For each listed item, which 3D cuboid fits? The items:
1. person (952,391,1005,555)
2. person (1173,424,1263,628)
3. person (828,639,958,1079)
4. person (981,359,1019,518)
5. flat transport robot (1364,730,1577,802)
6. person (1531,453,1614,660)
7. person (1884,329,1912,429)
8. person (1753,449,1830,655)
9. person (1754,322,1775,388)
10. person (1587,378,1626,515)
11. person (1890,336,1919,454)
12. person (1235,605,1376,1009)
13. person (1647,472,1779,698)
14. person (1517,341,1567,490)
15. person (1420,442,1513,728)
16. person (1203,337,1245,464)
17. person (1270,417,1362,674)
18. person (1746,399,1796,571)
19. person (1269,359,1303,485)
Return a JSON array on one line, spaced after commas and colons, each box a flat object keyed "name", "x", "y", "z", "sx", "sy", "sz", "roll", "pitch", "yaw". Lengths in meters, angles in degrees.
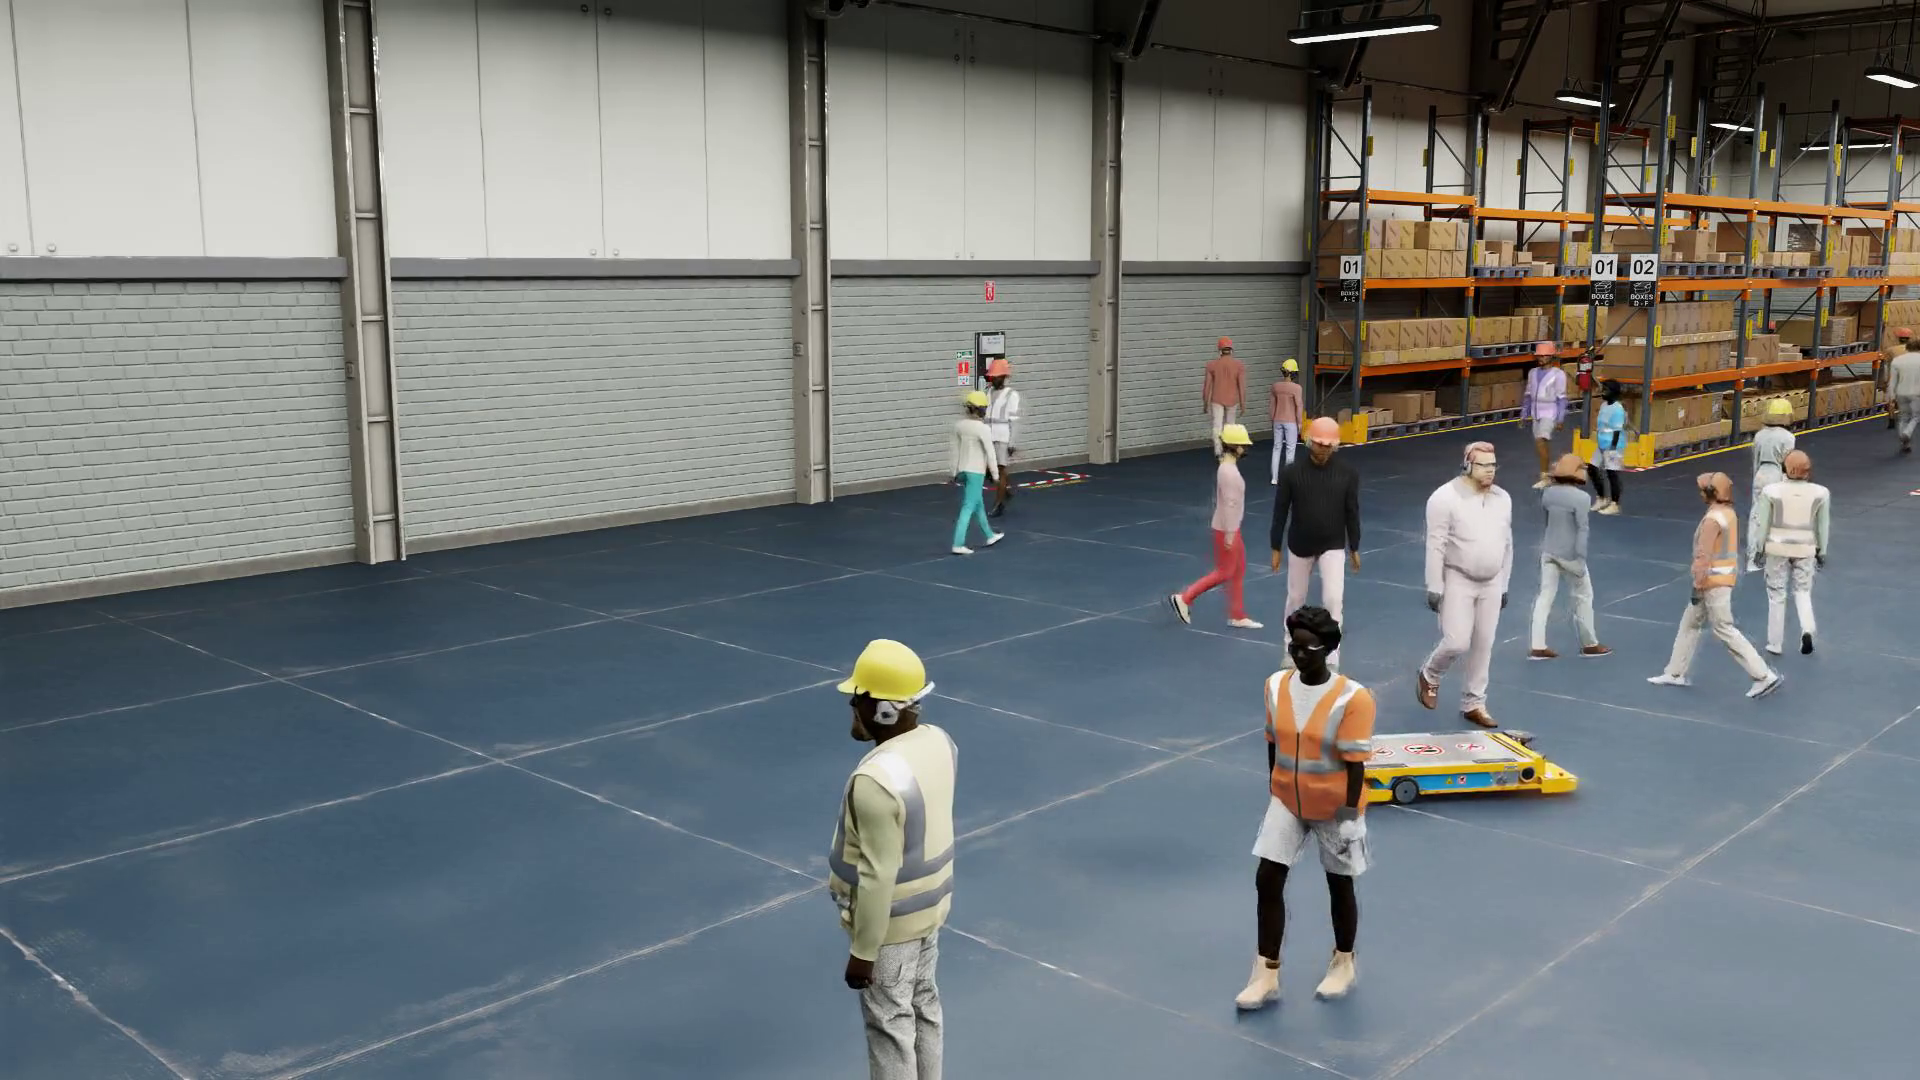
[{"name": "person", "x": 0.207, "y": -0.719, "z": 17.712, "sx": 0.879, "sy": 1.723, "sz": 0.548, "roll": -7, "pitch": 12, "yaw": -37}, {"name": "person", "x": 2.187, "y": -0.107, "z": 13.919, "sx": 0.667, "sy": 1.746, "sz": 0.527, "roll": 2, "pitch": 9, "yaw": 11}, {"name": "person", "x": -0.228, "y": 1.227, "z": 5.508, "sx": 0.404, "sy": 1.832, "sz": 0.600, "roll": 3, "pitch": 10, "yaw": 20}, {"name": "person", "x": 0.472, "y": -1.234, "z": 20.228, "sx": 0.574, "sy": 1.926, "sz": 0.456, "roll": 9, "pitch": 13, "yaw": 42}, {"name": "flat transport robot", "x": 2.782, "y": 1.312, "z": 9.735, "sx": 1.431, "sy": 0.197, "sz": 0.652, "roll": -1, "pitch": 9, "yaw": -9}, {"name": "person", "x": 4.758, "y": 0.128, "z": 12.879, "sx": 0.765, "sy": 1.598, "sz": 0.508, "roll": -4, "pitch": 10, "yaw": -23}, {"name": "person", "x": 17.734, "y": -3.039, "z": 31.370, "sx": 0.549, "sy": 1.887, "sz": 0.981, "roll": 6, "pitch": 11, "yaw": 33}, {"name": "person", "x": 6.452, "y": 0.116, "z": 12.899, "sx": 0.518, "sy": 1.628, "sz": 0.436, "roll": 2, "pitch": 10, "yaw": 12}, {"name": "person", "x": 17.303, "y": -3.722, "z": 35.580, "sx": 1.043, "sy": 1.875, "sz": 0.549, "roll": -7, "pitch": 12, "yaw": -37}, {"name": "person", "x": 7.891, "y": -1.132, "z": 20.311, "sx": 0.461, "sy": 1.679, "sz": 0.560, "roll": 0, "pitch": 9, "yaw": -1}, {"name": "person", "x": 15.385, "y": -2.342, "z": 26.958, "sx": 0.553, "sy": 1.926, "sz": 0.635, "roll": -8, "pitch": 12, "yaw": -41}, {"name": "person", "x": 1.400, "y": 1.102, "z": 6.762, "sx": 0.548, "sy": 1.671, "sz": 0.715, "roll": 8, "pitch": 12, "yaw": 41}, {"name": "person", "x": 5.414, "y": 0.317, "z": 11.814, "sx": 0.847, "sy": 1.599, "sz": 0.527, "roll": 6, "pitch": 11, "yaw": 33}, {"name": "person", "x": 7.911, "y": -1.690, "z": 22.674, "sx": 0.683, "sy": 2.023, "sz": 0.606, "roll": -4, "pitch": 10, "yaw": -25}, {"name": "person", "x": 3.382, "y": 0.284, "z": 11.056, "sx": 0.663, "sy": 1.895, "sz": 0.513, "roll": -3, "pitch": 10, "yaw": -19}, {"name": "person", "x": 4.103, "y": -2.167, "z": 25.836, "sx": 0.633, "sy": 1.958, "sz": 0.925, "roll": 0, "pitch": 9, "yaw": 3}, {"name": "person", "x": 2.634, "y": 0.066, "z": 12.266, "sx": 0.681, "sy": 1.931, "sz": 1.004, "roll": 1, "pitch": 9, "yaw": 8}, {"name": "person", "x": 8.206, "y": -0.549, "z": 16.638, "sx": 0.711, "sy": 1.717, "sz": 0.507, "roll": -4, "pitch": 10, "yaw": -23}, {"name": "person", "x": 4.541, "y": -1.622, "z": 23.075, "sx": 0.326, "sy": 1.767, "sz": 0.533, "roll": -8, "pitch": 13, "yaw": -42}]
